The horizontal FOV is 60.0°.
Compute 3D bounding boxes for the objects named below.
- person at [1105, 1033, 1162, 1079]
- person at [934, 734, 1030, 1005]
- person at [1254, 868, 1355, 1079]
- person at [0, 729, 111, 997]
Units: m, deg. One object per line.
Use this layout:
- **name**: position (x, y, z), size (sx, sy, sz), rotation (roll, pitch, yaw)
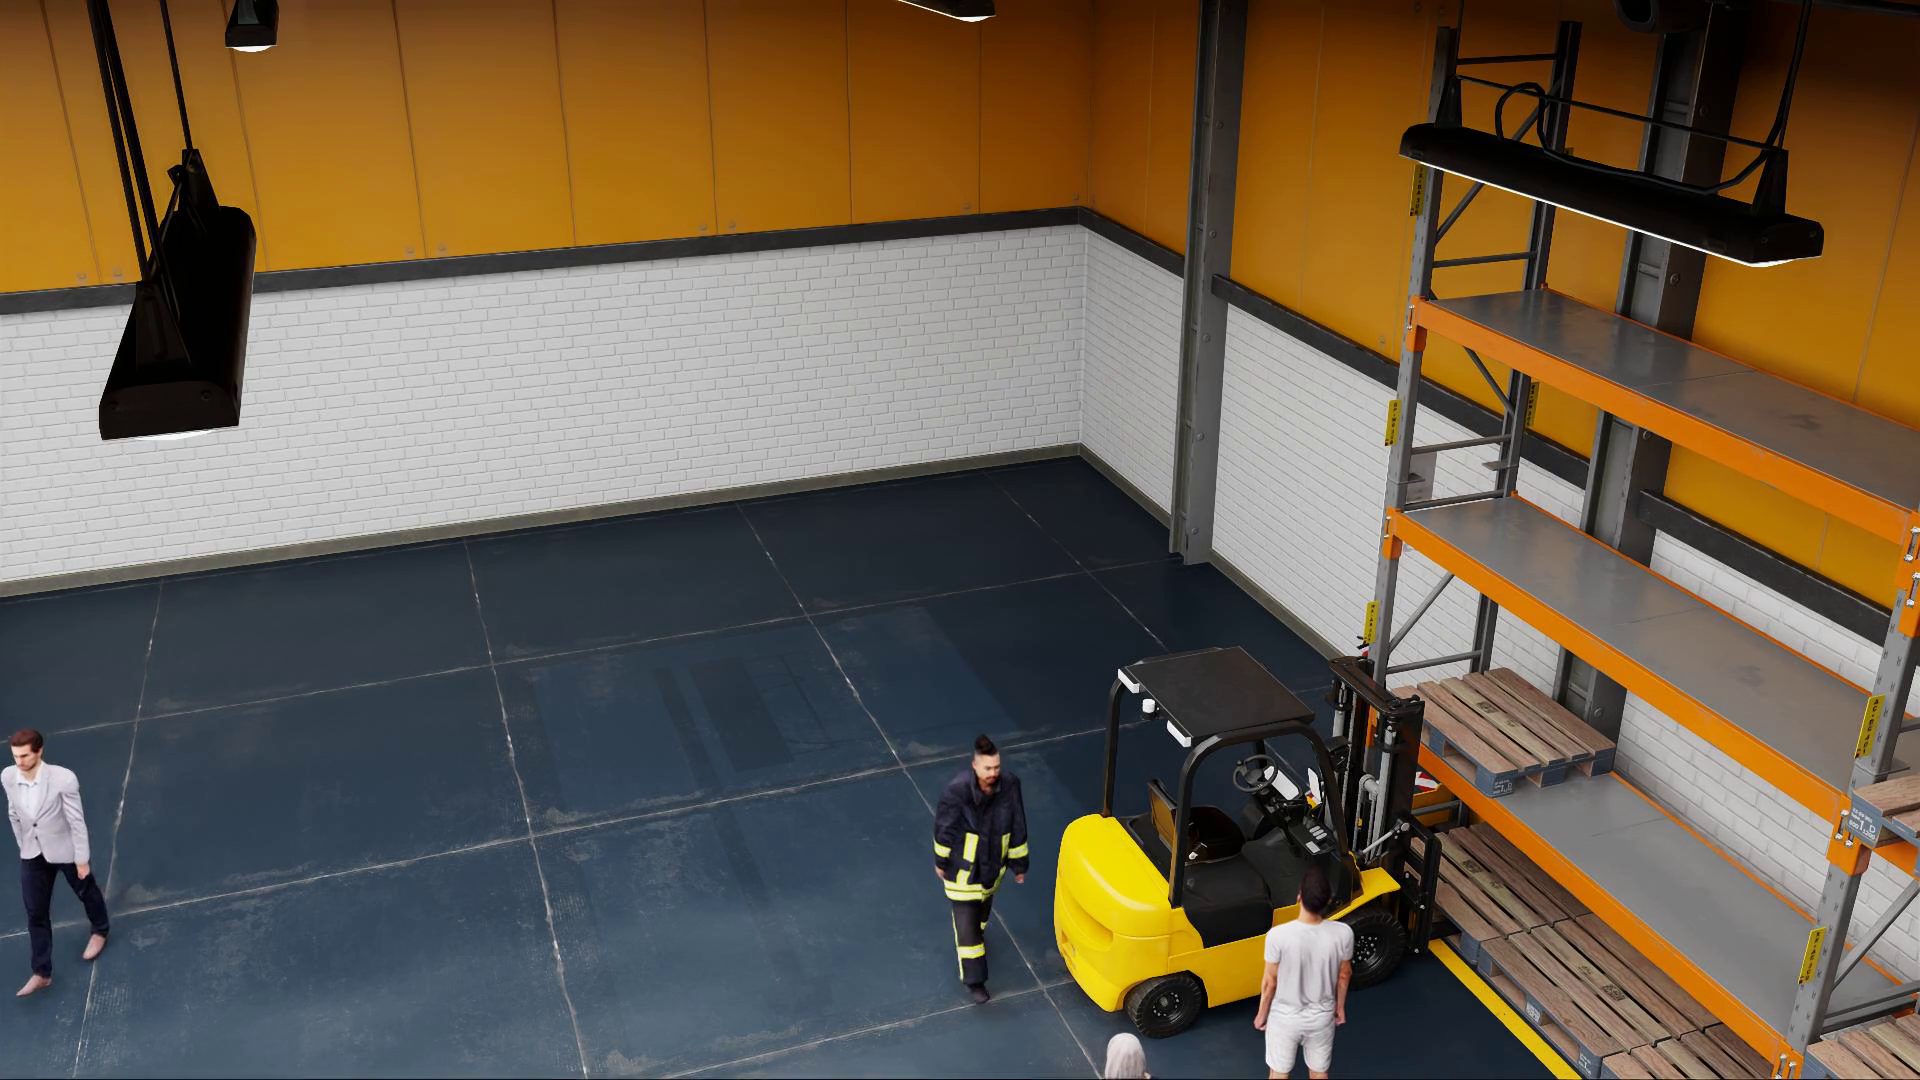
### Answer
- **person**: position (0.820, 3.221, 8.498), size (0.637, 1.698, 0.598), rotation (-12, 26, -25)
- **person**: position (0.091, 2.048, 11.016), size (0.750, 1.832, 1.064), rotation (-8, 25, -17)
- **person**: position (1.955, 2.691, 9.514), size (0.738, 1.854, 0.649), rotation (-2, 24, -5)
- **person**: position (-5.988, 2.020, 11.095), size (0.956, 1.819, 1.159), rotation (1, 24, 1)
